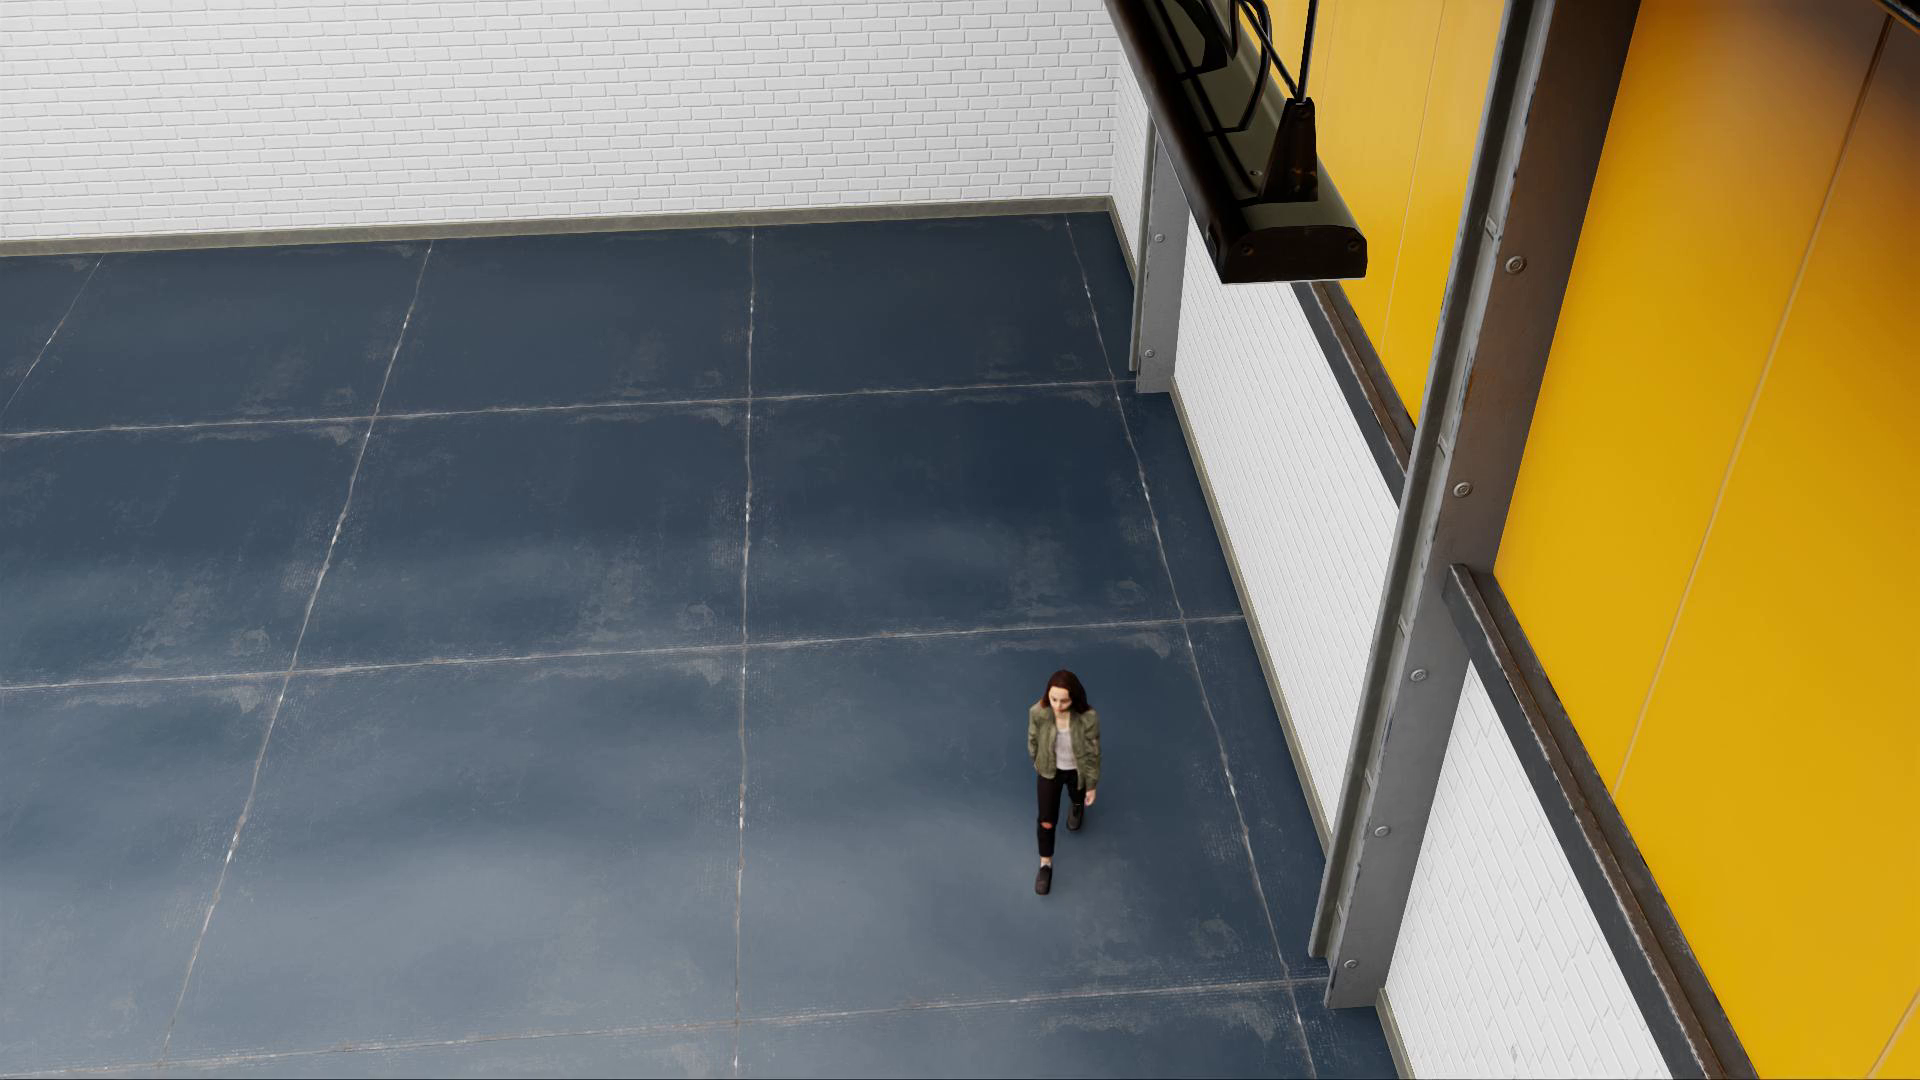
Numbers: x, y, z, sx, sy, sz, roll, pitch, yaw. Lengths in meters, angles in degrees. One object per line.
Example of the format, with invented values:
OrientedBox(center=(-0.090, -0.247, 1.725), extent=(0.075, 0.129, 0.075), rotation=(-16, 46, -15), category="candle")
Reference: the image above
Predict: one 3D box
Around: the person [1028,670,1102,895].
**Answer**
OrientedBox(center=(0.613, 1.247, 9.395), extent=(0.746, 1.447, 1.040), rotation=(6, 39, 8), category="person")
